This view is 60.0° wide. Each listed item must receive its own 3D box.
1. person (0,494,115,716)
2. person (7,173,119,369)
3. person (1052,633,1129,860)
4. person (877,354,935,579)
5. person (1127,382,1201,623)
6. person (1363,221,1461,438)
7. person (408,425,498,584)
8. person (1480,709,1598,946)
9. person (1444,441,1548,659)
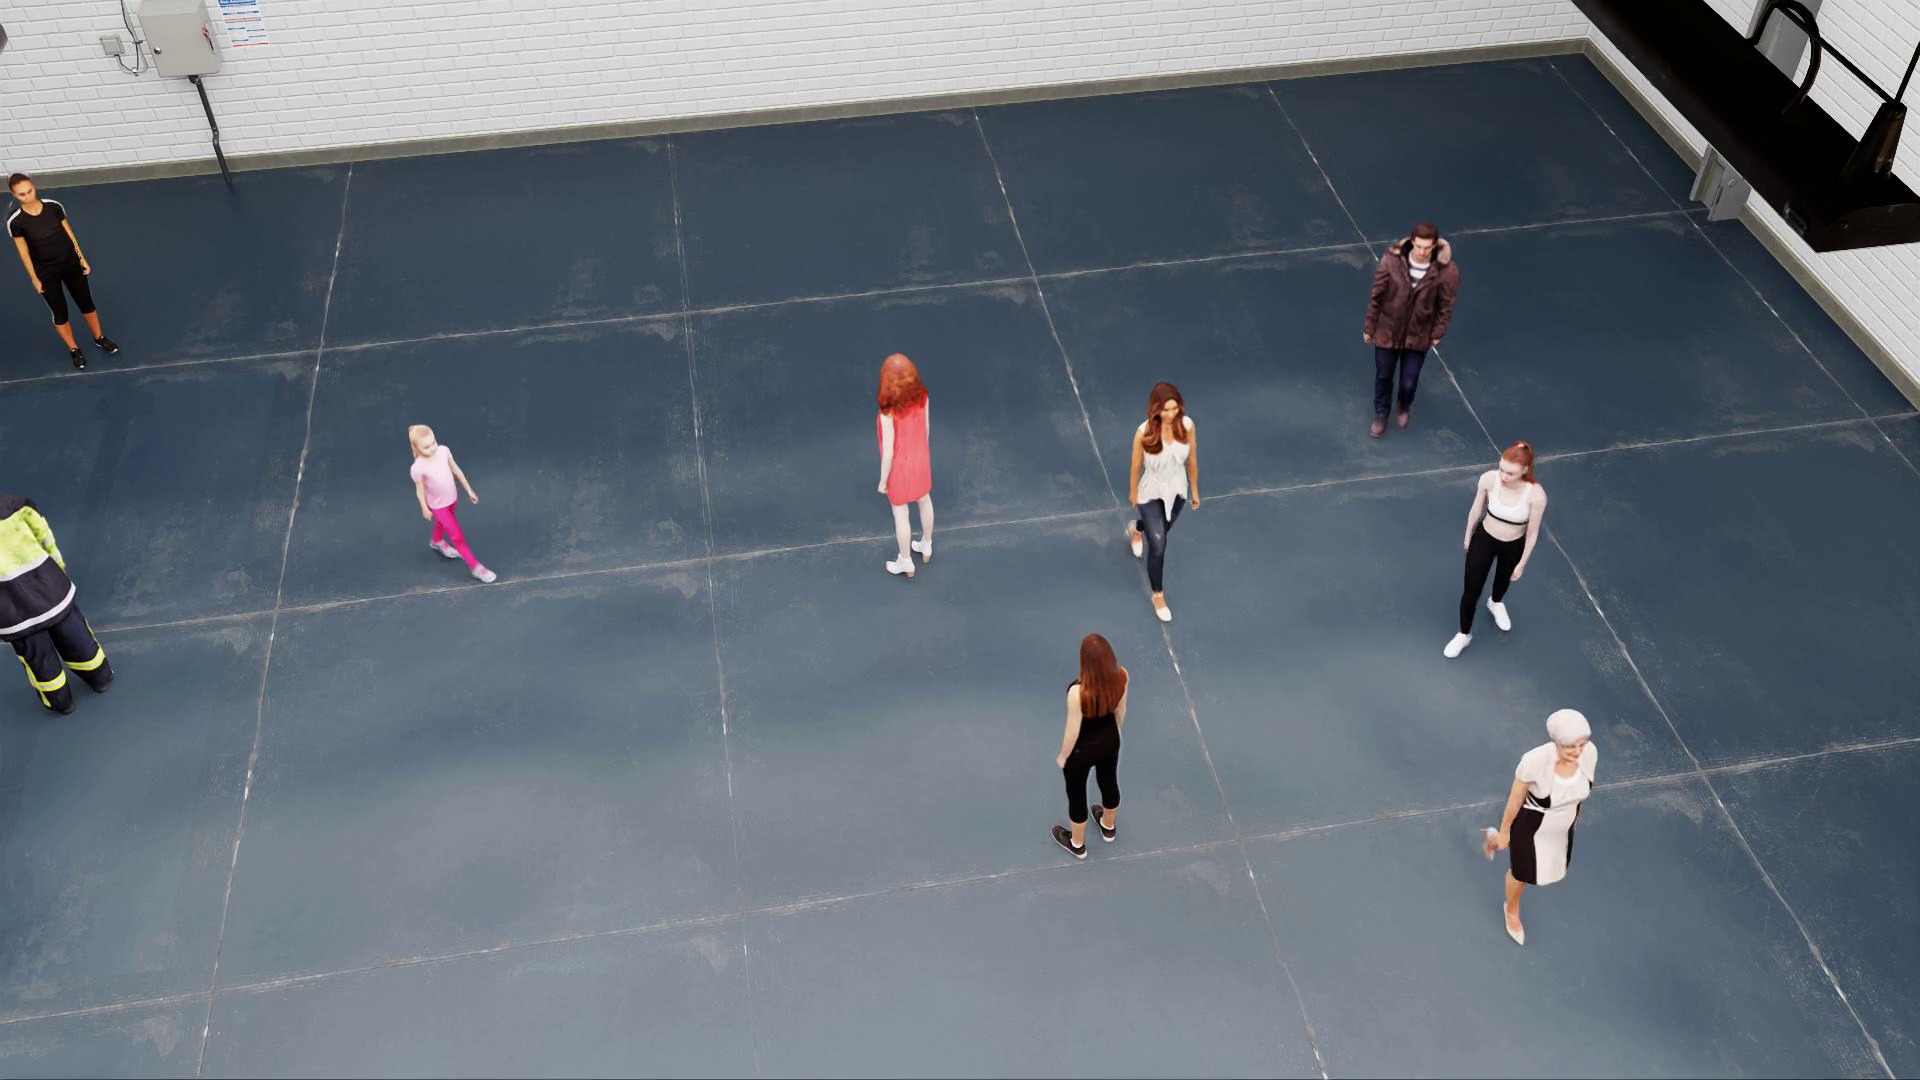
[{"bbox_3d":[-5.776,0.280,10.204,0.888,1.983,0.868,33,53,30],"label":"person"},{"bbox_3d":[-7.052,-2.131,12.964,0.686,1.667,0.654,33,52,29],"label":"person"},{"bbox_3d":[0.752,1.169,9.458,0.641,1.724,0.624,-23,48,-22],"label":"person"},{"bbox_3d":[-0.351,-0.487,11.122,0.698,1.826,0.674,34,53,31],"label":"person"},{"bbox_3d":[1.312,-0.369,11.049,0.722,1.758,1.120,-14,45,-14],"label":"person"},{"bbox_3d":[3.289,-1.597,12.281,0.889,1.836,0.914,16,46,16],"label":"person"},{"bbox_3d":[-3.574,-0.303,11.351,0.895,1.245,0.882,22,48,21],"label":"person"},{"bbox_3d":[3.142,1.488,9.114,0.685,1.737,0.897,-11,45,-11],"label":"person"},{"bbox_3d":[3.487,0.017,10.671,0.902,1.720,0.991,19,47,19],"label":"person"}]
